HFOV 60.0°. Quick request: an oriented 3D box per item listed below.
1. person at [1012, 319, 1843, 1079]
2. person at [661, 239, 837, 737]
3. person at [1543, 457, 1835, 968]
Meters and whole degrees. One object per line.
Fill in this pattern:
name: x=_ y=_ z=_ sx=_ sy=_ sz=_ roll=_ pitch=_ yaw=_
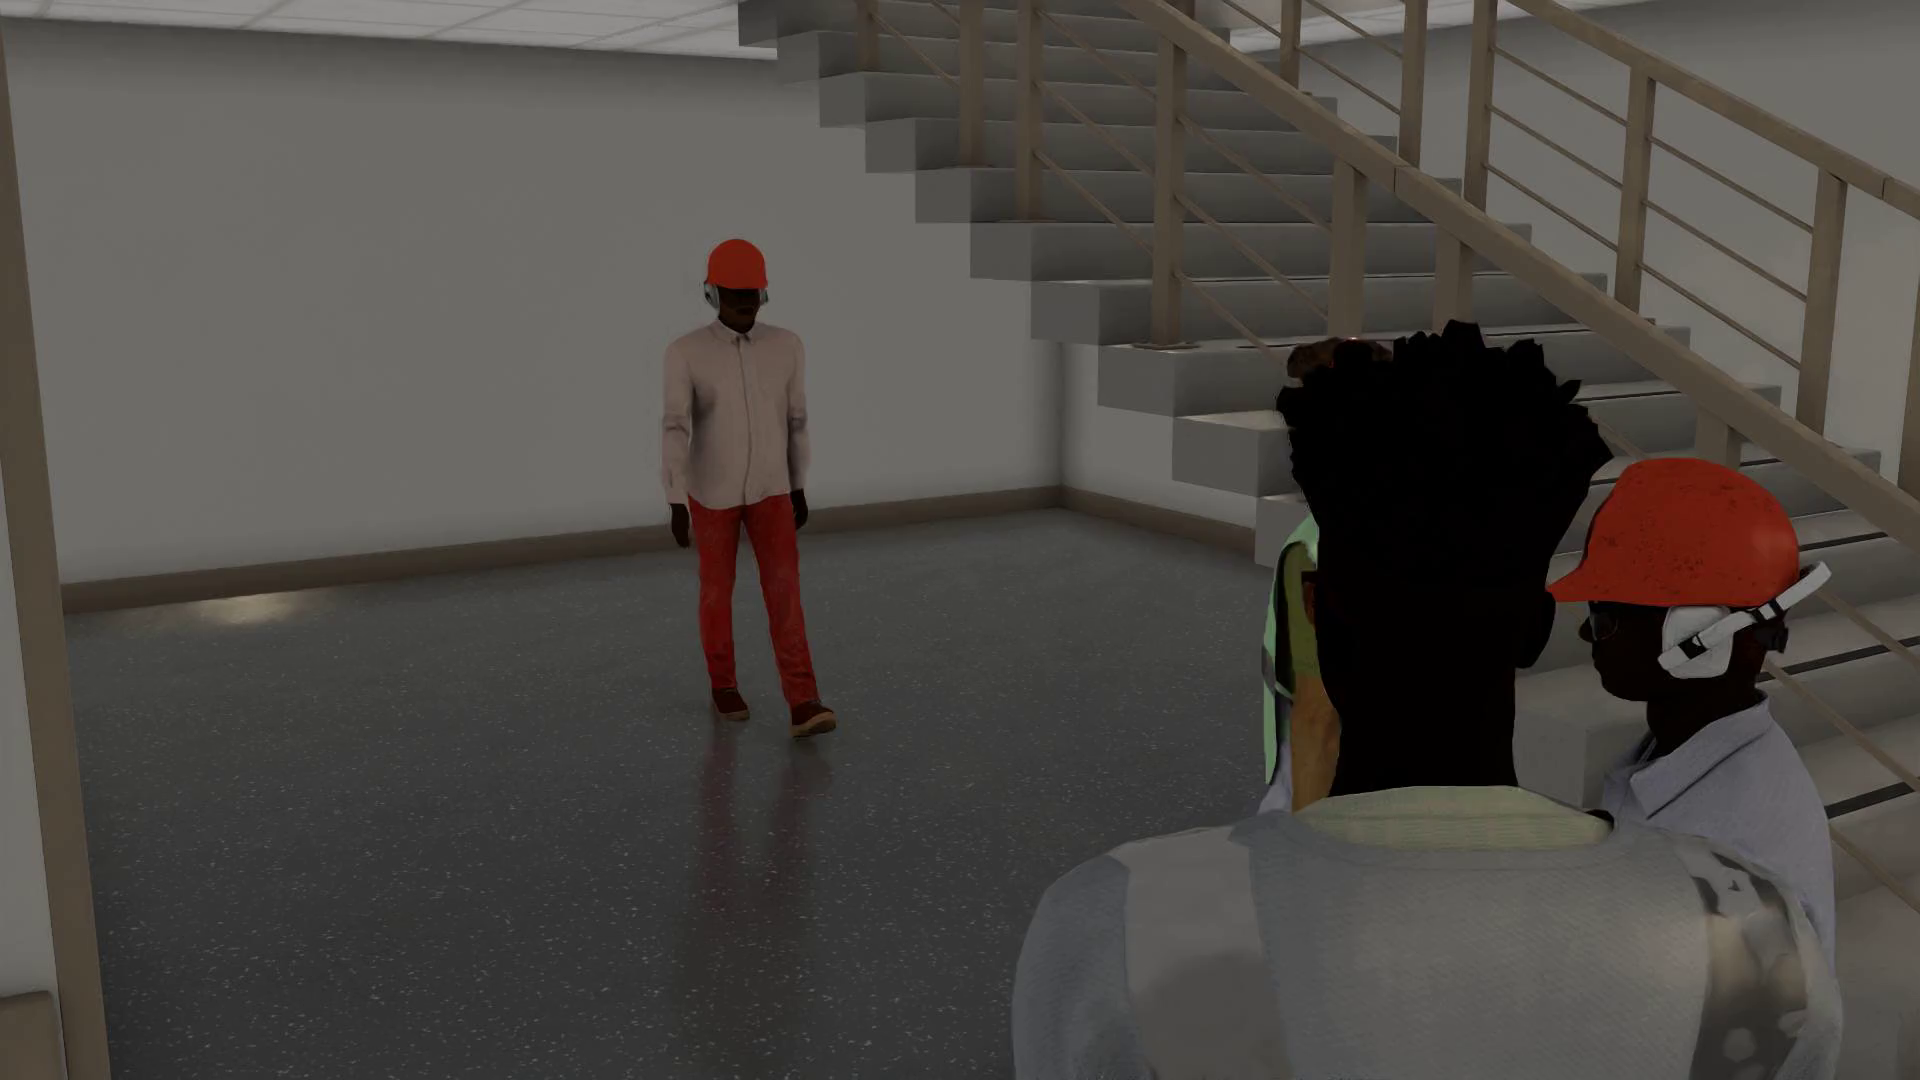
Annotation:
person: x=0.322 y=0.813 z=1.303 sx=0.620 sy=1.952 sz=0.384 roll=-2 pitch=11 yaw=-8
person: x=-0.833 y=-0.178 z=6.503 sx=0.662 sy=1.949 sz=0.965 roll=-5 pitch=12 yaw=-25
person: x=0.857 y=0.769 z=2.064 sx=0.337 sy=1.747 sz=0.573 roll=3 pitch=11 yaw=17
